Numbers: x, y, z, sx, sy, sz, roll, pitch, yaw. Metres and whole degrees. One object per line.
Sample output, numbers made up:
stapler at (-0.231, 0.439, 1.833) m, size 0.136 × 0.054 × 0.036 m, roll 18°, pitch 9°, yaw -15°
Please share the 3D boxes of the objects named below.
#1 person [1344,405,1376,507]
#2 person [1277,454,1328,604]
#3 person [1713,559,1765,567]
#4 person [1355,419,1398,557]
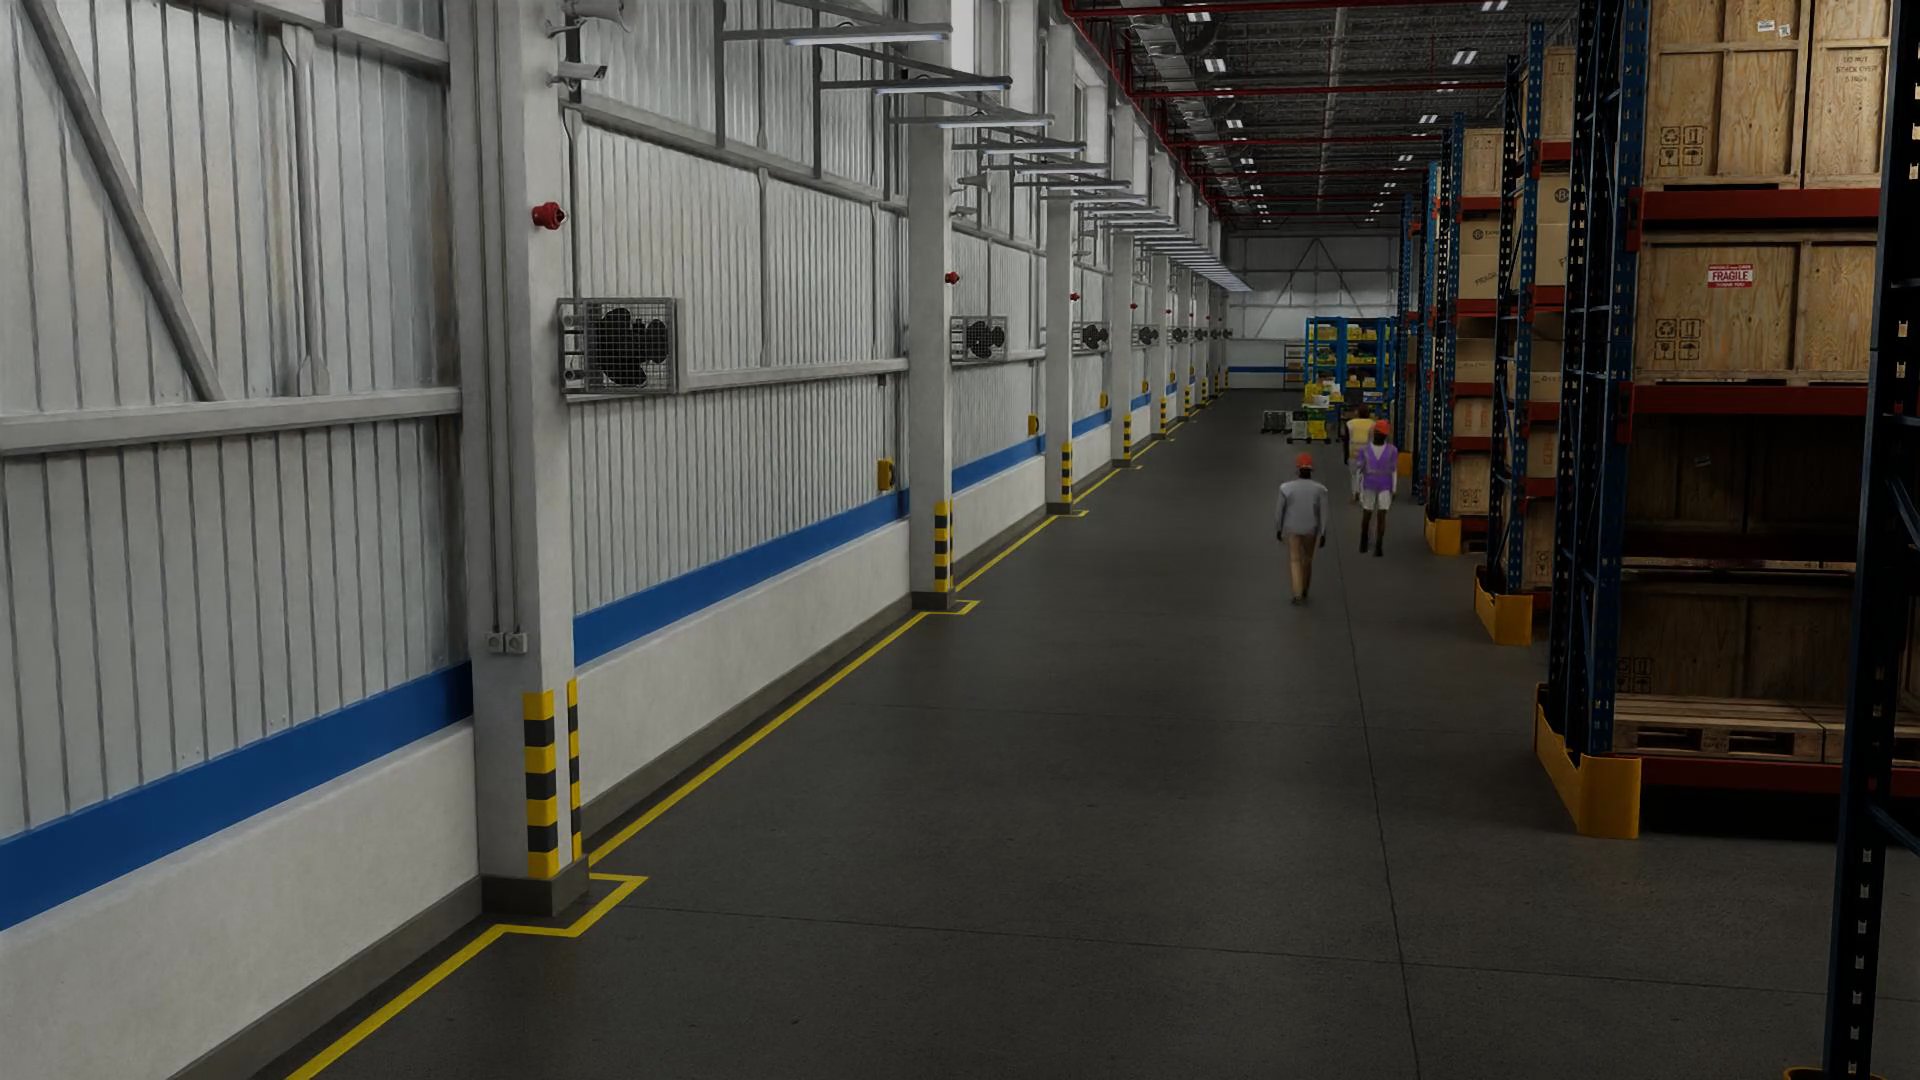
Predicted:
person at (7.239, -1.517, 29.846) m, size 0.650 × 1.791 × 0.944 m, roll 3°, pitch 8°, yaw 21°
person at (3.930, -0.131, 19.104) m, size 0.564 × 1.711 × 0.914 m, roll 1°, pitch 7°, yaw 5°
person at (6.665, 0.407, 14.208) m, size 0.661 × 1.853 × 1.023 m, roll -7°, pitch 10°, yaw -44°
person at (5.770, -0.723, 23.028) m, size 0.576 × 1.909 × 0.476 m, roll 1°, pitch 7°, yaw 9°
